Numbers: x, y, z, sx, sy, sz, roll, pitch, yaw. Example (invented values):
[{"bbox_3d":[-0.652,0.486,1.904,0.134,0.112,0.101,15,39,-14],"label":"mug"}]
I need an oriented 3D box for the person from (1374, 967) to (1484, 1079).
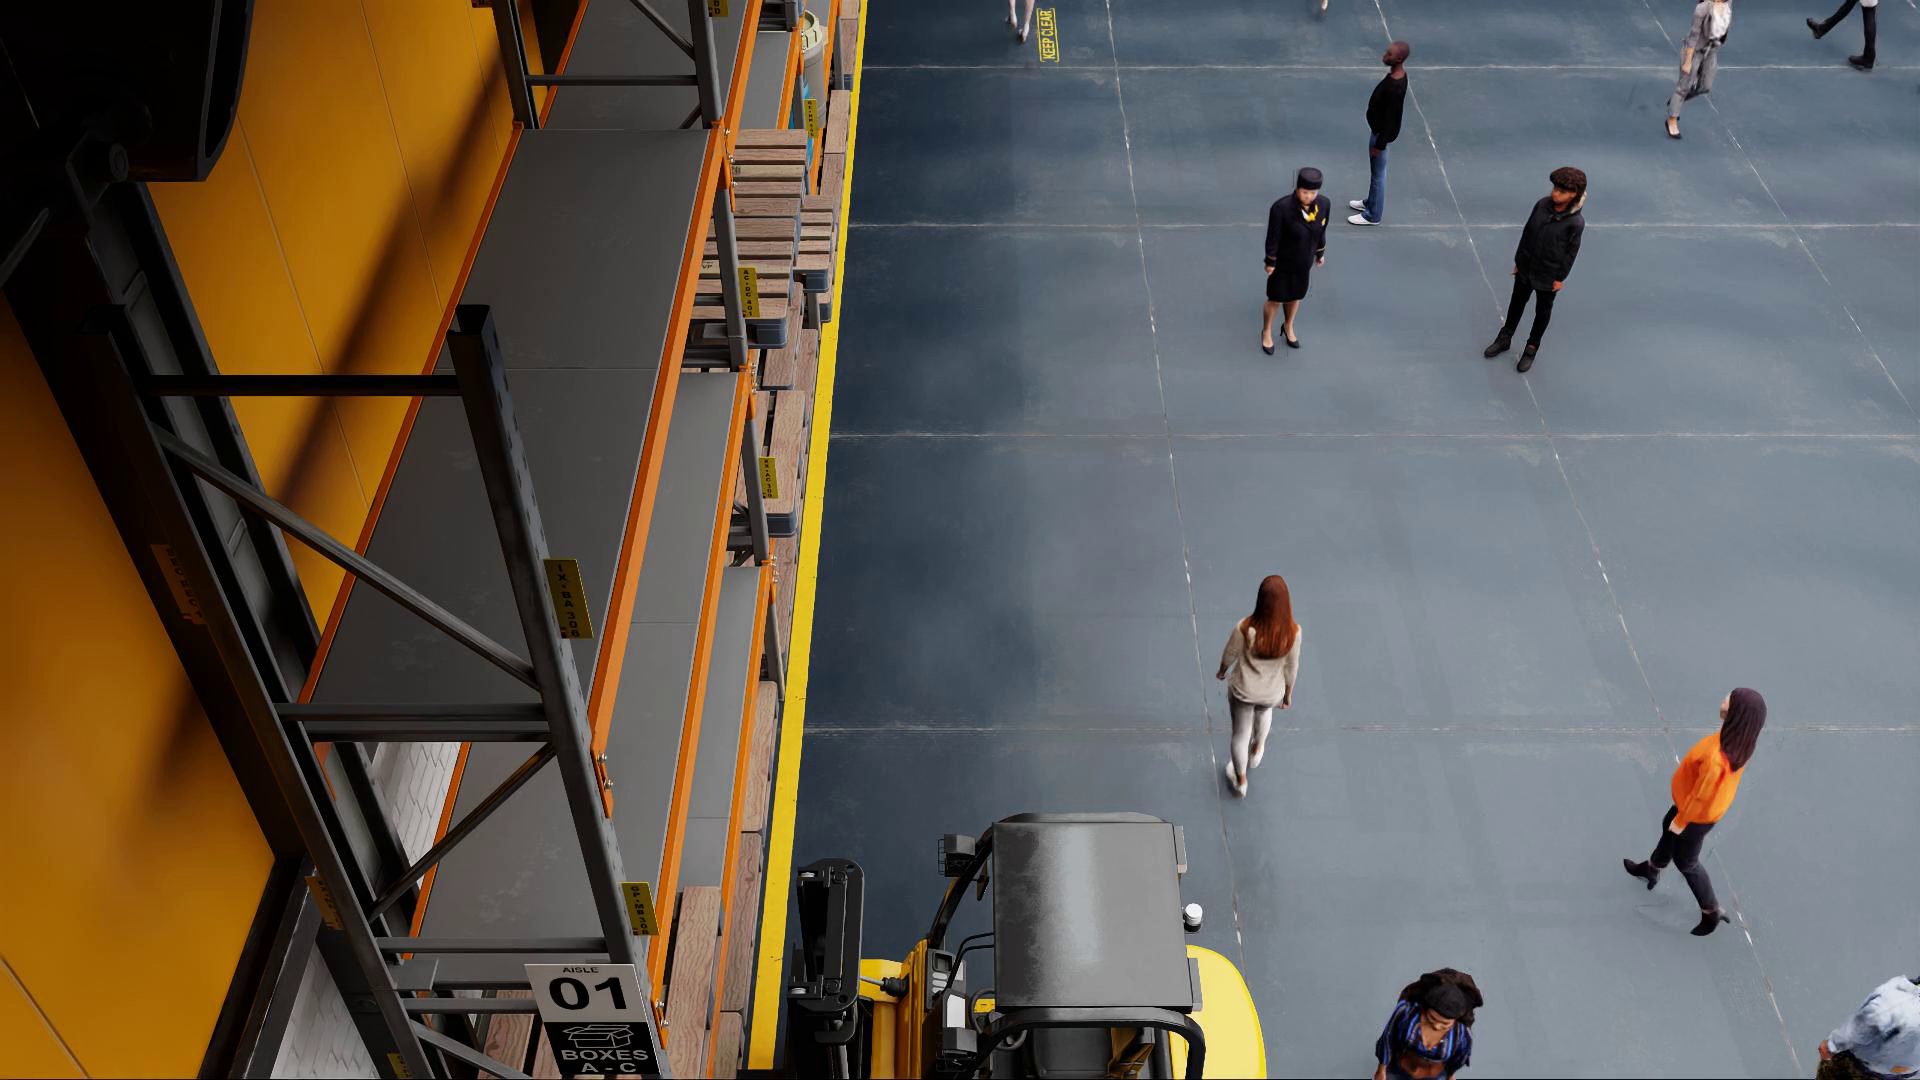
[{"bbox_3d":[2.294,2.592,8.363,0.869,1.598,1.051,19,47,19],"label":"person"}]

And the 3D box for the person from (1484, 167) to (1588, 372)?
[{"bbox_3d":[4.637,-2.187,13.246,0.734,1.781,0.793,34,53,31],"label":"person"}]

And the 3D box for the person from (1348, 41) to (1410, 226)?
[{"bbox_3d":[3.768,-3.618,14.772,0.703,1.749,0.549,10,44,10],"label":"person"}]

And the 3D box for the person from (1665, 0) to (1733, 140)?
[{"bbox_3d":[7.021,-4.675,15.939,0.740,1.668,0.787,-18,47,-18],"label":"person"}]

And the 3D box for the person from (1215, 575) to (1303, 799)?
[{"bbox_3d":[1.799,0.957,10.012,0.592,1.690,0.691,-2,44,-2],"label":"person"}]

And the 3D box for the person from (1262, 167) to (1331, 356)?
[{"bbox_3d":[2.681,-2.261,13.405,0.770,1.669,0.741,-12,45,-13],"label":"person"}]

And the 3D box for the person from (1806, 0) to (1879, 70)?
[{"bbox_3d":[9.351,-5.650,16.898,1.022,1.757,1.250,-22,48,-21],"label":"person"}]

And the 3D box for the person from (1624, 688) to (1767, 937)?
[{"bbox_3d":[4.224,1.534,9.371,1.030,1.737,0.978,28,50,27],"label":"person"}]
